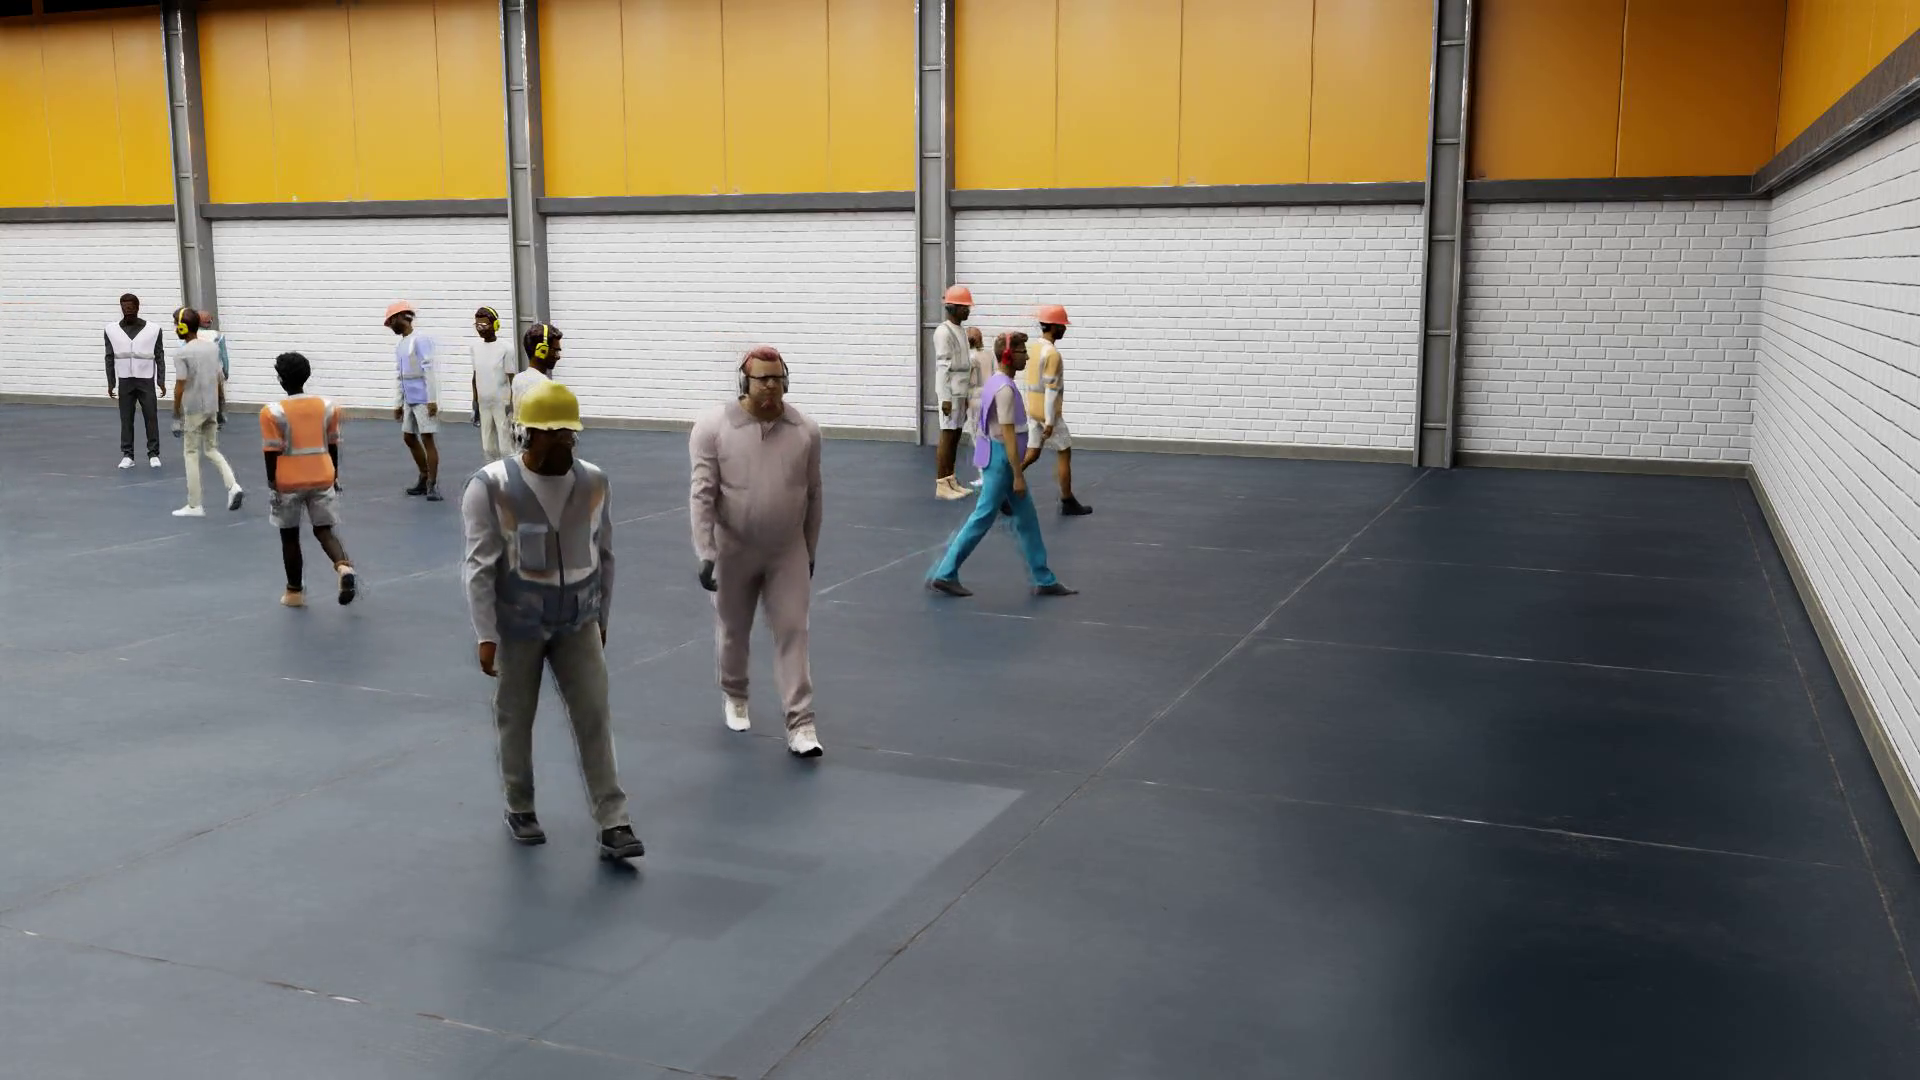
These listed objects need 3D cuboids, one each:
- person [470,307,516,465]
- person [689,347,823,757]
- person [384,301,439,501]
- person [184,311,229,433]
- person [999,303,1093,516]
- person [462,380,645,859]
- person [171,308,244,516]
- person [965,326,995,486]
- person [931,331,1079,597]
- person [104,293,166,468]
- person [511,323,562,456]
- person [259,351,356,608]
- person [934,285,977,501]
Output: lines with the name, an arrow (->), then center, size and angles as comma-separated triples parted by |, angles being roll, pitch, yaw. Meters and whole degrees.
person -> -4.270, -1.204, 15.242 | 0.490, 1.849, 0.366 | 4, 10, 25
person -> -0.921, 0.043, 7.663 | 0.644, 1.853, 1.012 | -3, 10, -17
person -> -5.156, -1.314, 15.810 | 0.666, 1.884, 0.365 | 9, 13, 43
person -> -10.035, -2.238, 22.178 | 0.537, 1.616, 0.627 | -4, 10, -23
person -> 0.706, -1.136, 14.668 | 0.919, 1.907, 0.560 | -4, 10, -21
person -> -1.509, 0.320, 6.171 | 0.614, 1.791, 0.874 | -6, 11, -32
person -> -6.701, -1.119, 14.678 | 0.573, 1.855, 0.584 | 4, 10, 21
person -> 0.182, -1.337, 16.727 | 0.377, 1.610, 0.532 | 5, 11, 30
person -> 0.273, -0.491, 11.089 | 0.993, 1.805, 0.584 | 1, 9, 3
person -> -9.077, -1.754, 18.338 | 0.591, 1.918, 0.383 | -3, 10, -18
person -> -2.611, -0.418, 10.415 | 0.329, 1.865, 0.518 | -7, 12, -37
person -> -4.181, -0.369, 10.643 | 0.629, 1.682, 0.542 | 9, 13, 43
person -> -0.029, -1.397, 15.807 | 0.396, 2.038, 0.614 | 3, 10, 17
